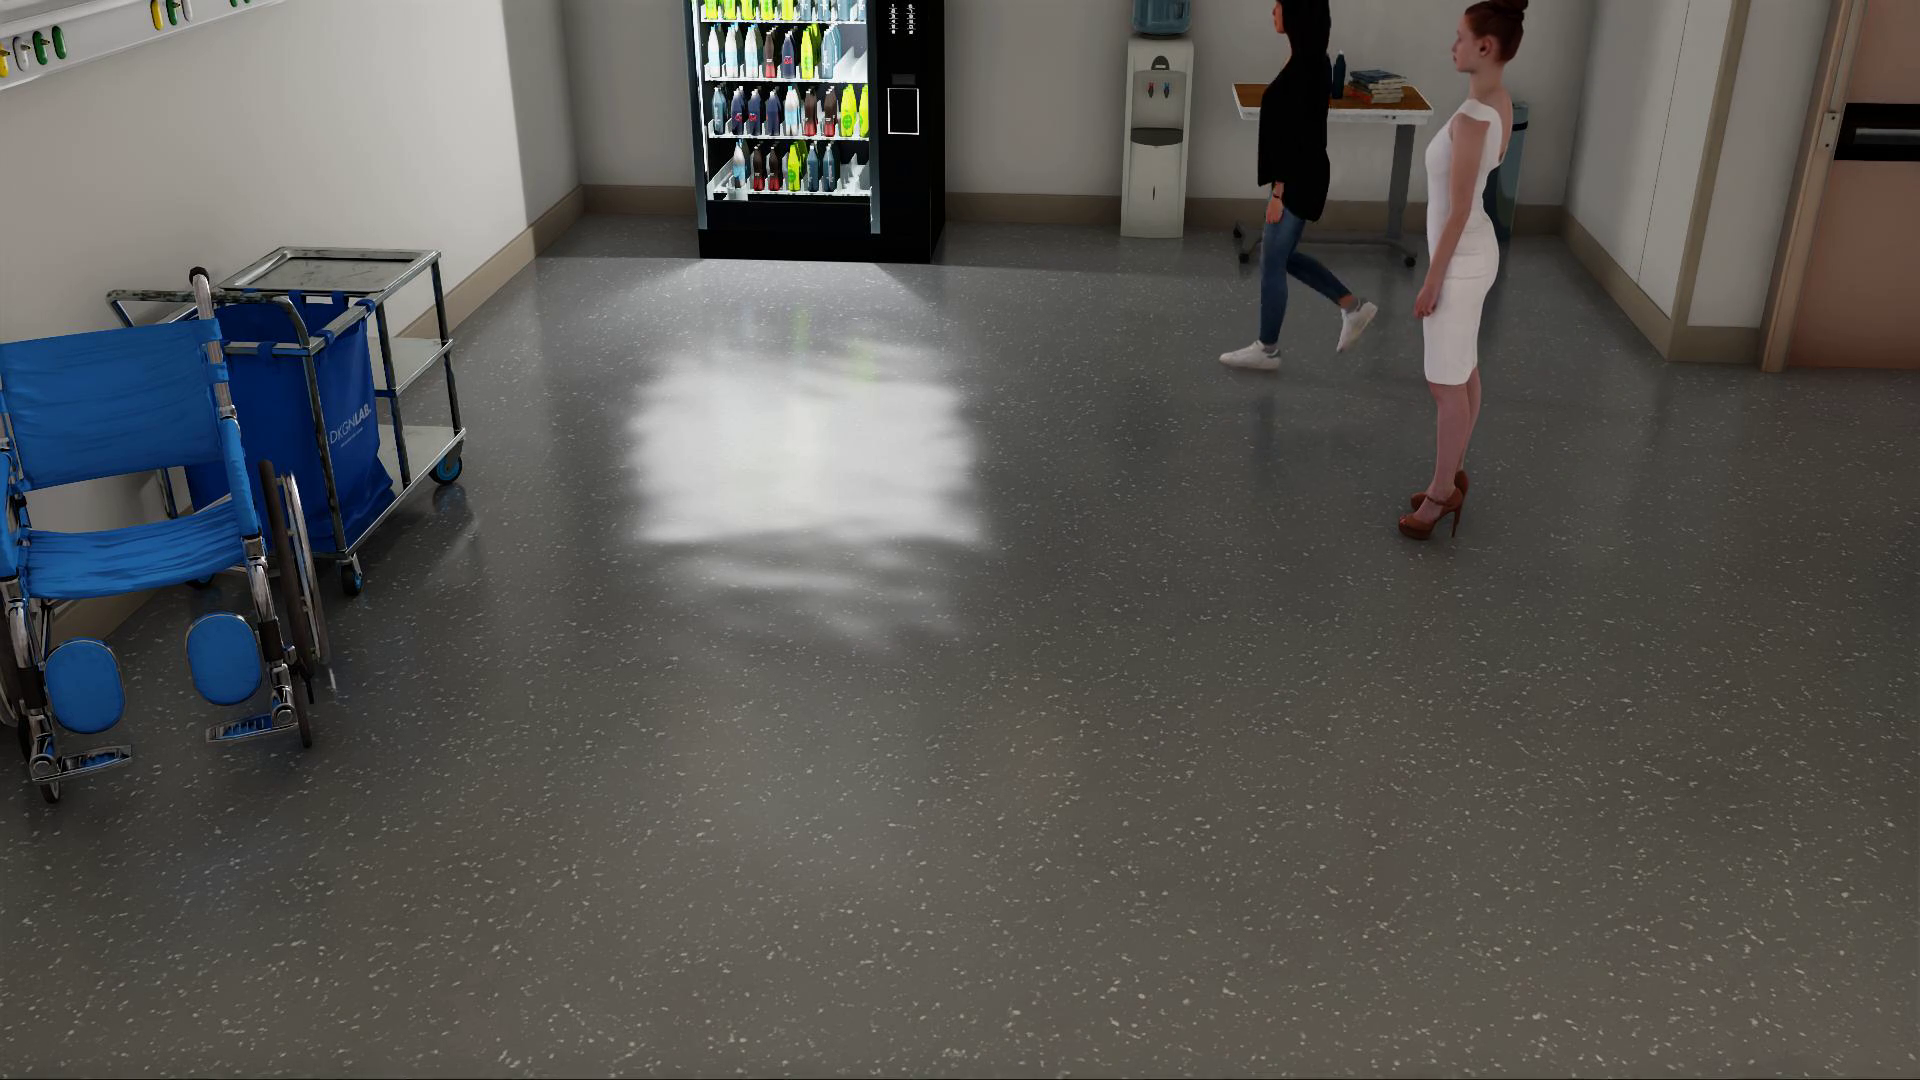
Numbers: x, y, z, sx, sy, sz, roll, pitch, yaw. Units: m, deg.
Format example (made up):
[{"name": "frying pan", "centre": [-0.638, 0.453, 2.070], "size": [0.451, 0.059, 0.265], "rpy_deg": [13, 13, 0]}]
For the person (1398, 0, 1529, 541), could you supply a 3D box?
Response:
[{"name": "person", "centre": [1.617, -0.852, 5.358], "size": [0.605, 1.796, 0.633], "rpy_deg": [13, 29, 25]}]

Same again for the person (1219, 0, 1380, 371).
[{"name": "person", "centre": [1.444, -1.463, 6.814], "size": [0.900, 1.632, 0.645], "rpy_deg": [7, 27, 13]}]
